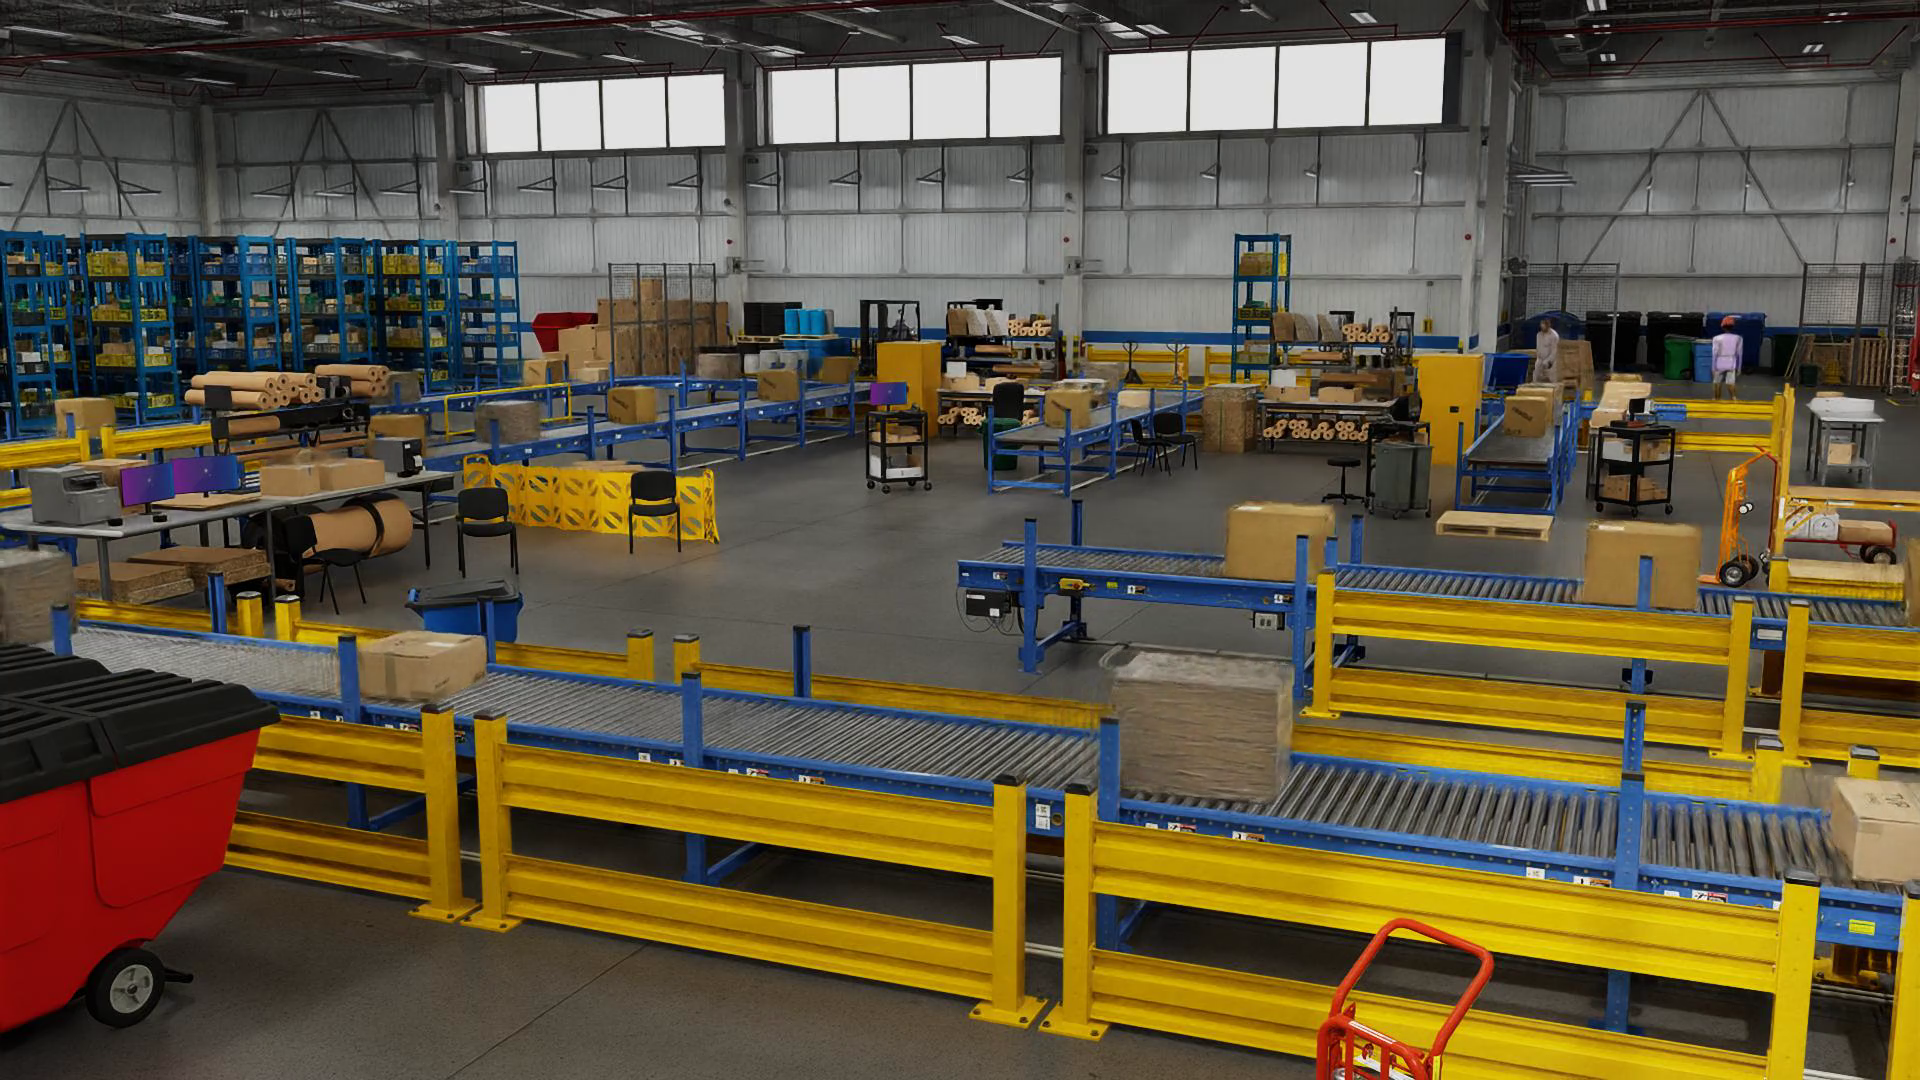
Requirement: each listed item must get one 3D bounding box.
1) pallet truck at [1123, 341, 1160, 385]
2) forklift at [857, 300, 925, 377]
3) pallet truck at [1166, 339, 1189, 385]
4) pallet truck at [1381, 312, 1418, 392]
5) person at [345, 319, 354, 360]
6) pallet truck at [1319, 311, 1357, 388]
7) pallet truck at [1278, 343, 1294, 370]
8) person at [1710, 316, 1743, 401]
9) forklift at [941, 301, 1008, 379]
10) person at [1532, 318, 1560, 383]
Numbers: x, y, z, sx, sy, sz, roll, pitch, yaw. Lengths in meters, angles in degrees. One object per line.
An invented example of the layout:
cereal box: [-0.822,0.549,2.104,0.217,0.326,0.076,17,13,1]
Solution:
pallet truck: [4.445,-4.380,41.279,0.680,1.201,1.601,4,10,22]
forklift: [-1.732,-5.109,42.468,1.157,1.987,2.680,4,10,22]
pallet truck: [5.418,-4.269,40.420,0.704,1.261,1.522,3,10,20]
pallet truck: [10.207,-4.283,38.369,0.823,1.965,1.885,3,10,20]
person: [-16.313,-5.218,44.532,0.574,1.828,0.512,3,10,15]
pallet truck: [9.071,-4.419,39.190,0.823,1.965,1.885,5,10,26]
pallet truck: [7.886,-4.163,39.743,0.653,1.274,1.630,4,10,22]
person: [15.519,-3.511,33.645,0.613,2.023,0.790,1,9,5]
forklift: [0.365,-4.966,41.571,1.157,1.987,2.680,3,10,20]
person: [12.952,-3.978,36.932,0.991,1.853,0.662,-5,11,-29]
